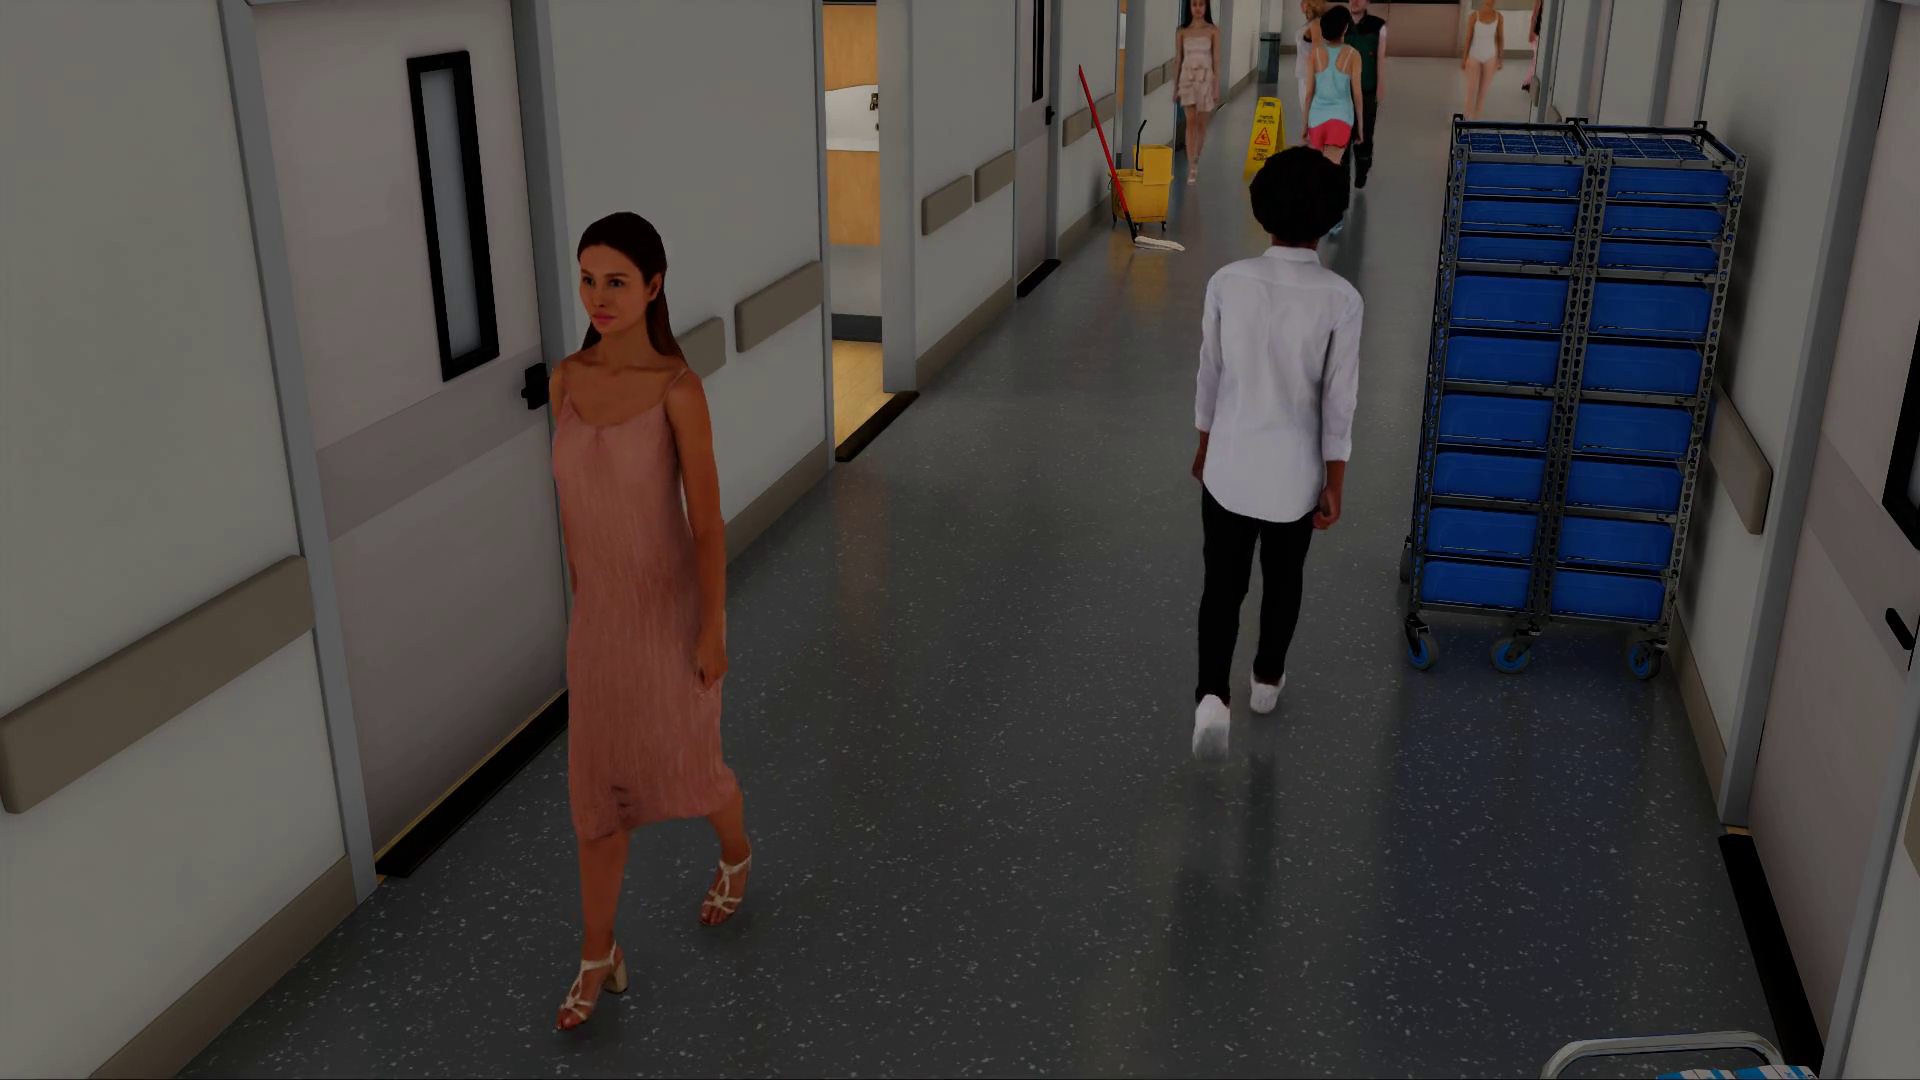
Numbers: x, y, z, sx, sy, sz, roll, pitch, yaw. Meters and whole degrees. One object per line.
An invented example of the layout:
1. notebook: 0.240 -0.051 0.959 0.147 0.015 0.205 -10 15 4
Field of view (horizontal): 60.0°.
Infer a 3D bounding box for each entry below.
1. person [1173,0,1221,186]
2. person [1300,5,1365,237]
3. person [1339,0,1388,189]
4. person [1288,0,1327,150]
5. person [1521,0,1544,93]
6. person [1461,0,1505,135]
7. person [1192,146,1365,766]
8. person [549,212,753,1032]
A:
1. person: 2.207 -4.167 15.417 0.638 1.700 1.037 4 21 9
2. person: 2.747 -3.049 12.434 0.825 1.723 1.263 12 24 28
3. person: 3.541 -3.990 14.779 0.748 1.821 1.090 9 22 22
4. person: 3.665 -4.915 17.432 0.702 1.671 0.533 1 21 4
5. person: 7.952 -6.894 22.873 0.930 1.519 1.019 -11 23 -26
6. person: 5.896 -5.438 18.870 0.689 1.631 0.825 1 21 2
7. person: 0.872 -0.207 4.841 0.660 1.785 1.086 6 22 16
8. person: -0.665 0.170 3.814 0.695 1.808 0.978 8 22 21
